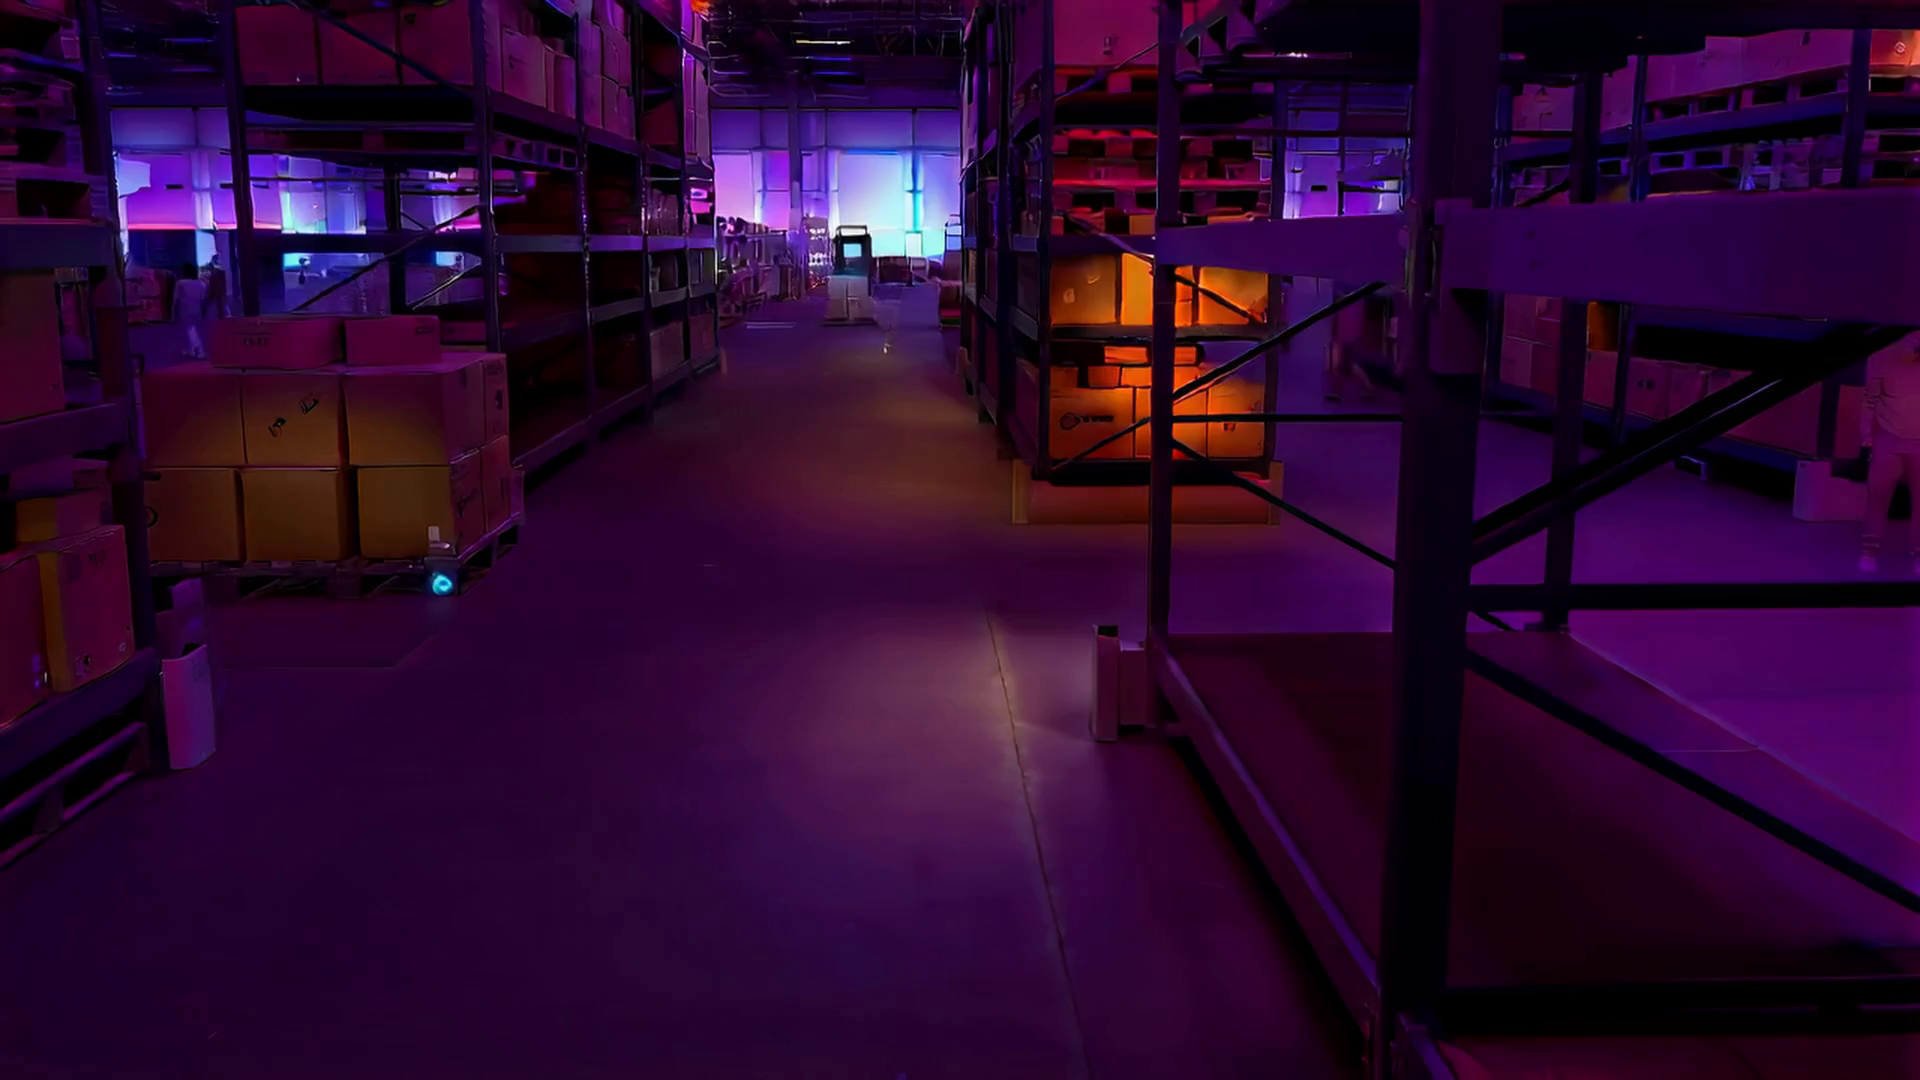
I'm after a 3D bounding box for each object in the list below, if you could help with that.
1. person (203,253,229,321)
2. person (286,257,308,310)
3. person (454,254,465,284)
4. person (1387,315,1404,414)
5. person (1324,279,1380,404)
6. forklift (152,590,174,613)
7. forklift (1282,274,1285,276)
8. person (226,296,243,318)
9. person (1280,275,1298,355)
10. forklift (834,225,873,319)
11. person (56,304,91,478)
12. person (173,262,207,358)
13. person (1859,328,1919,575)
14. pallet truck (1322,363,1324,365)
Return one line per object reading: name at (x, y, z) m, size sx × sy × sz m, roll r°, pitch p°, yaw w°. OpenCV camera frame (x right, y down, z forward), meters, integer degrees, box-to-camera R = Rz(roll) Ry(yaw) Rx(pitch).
person at (-22.017, -7.478, 49.118) m, size 0.886 × 2.000 × 0.685 m, roll 6°, pitch 12°, yaw 31°
person at (-21.692, -8.358, 54.582) m, size 0.969 × 1.833 × 0.607 m, roll -2°, pitch 10°, yaw -13°
person at (-18.195, -9.511, 60.869) m, size 0.912 × 1.889 × 0.598 m, roll 3°, pitch 11°, yaw 18°
person at (5.919, -2.417, 21.929) m, size 0.547 × 1.679 × 0.565 m, roll 0°, pitch 10°, yaw -2°
person at (5.668, -2.891, 23.973) m, size 0.751 × 1.902 × 0.638 m, roll 10°, pitch 14°, yaw 44°
forklift at (-5.858, -0.811, 9.639) m, size 1.873 × 2.768 × 1.129 m, roll -1°, pitch 10°, yaw -3°
forklift at (12.135, -10.836, 65.485) m, size 1.129 × 2.768 × 1.873 m, roll 0°, pitch 10°, yaw -2°
person at (-8.843, -2.154, 20.447) m, size 0.547 × 1.676 × 0.549 m, roll -6°, pitch 12°, yaw -32°
person at (6.627, -4.628, 34.271) m, size 0.819 × 1.655 × 0.553 m, roll -7°, pitch 12°, yaw -34°
forklift at (-3.124, -7.815, 48.658) m, size 1.129 × 2.768 × 1.873 m, roll 0°, pitch 10°, yaw -2°
person at (-8.883, -1.465, 16.422) m, size 0.525 × 1.752 × 0.455 m, roll -7°, pitch 12°, yaw -35°
person at (-15.562, -4.653, 33.707) m, size 0.928 × 1.931 × 0.604 m, roll 6°, pitch 12°, yaw 31°
person at (6.703, -0.697, 11.745) m, size 0.646 × 1.899 × 0.396 m, roll 5°, pitch 11°, yaw 25°
pallet truck at (7.712, -4.157, 30.737) m, size 1.885 × 1.965 × 0.823 m, roll 3°, pitch 11°, yaw 16°
